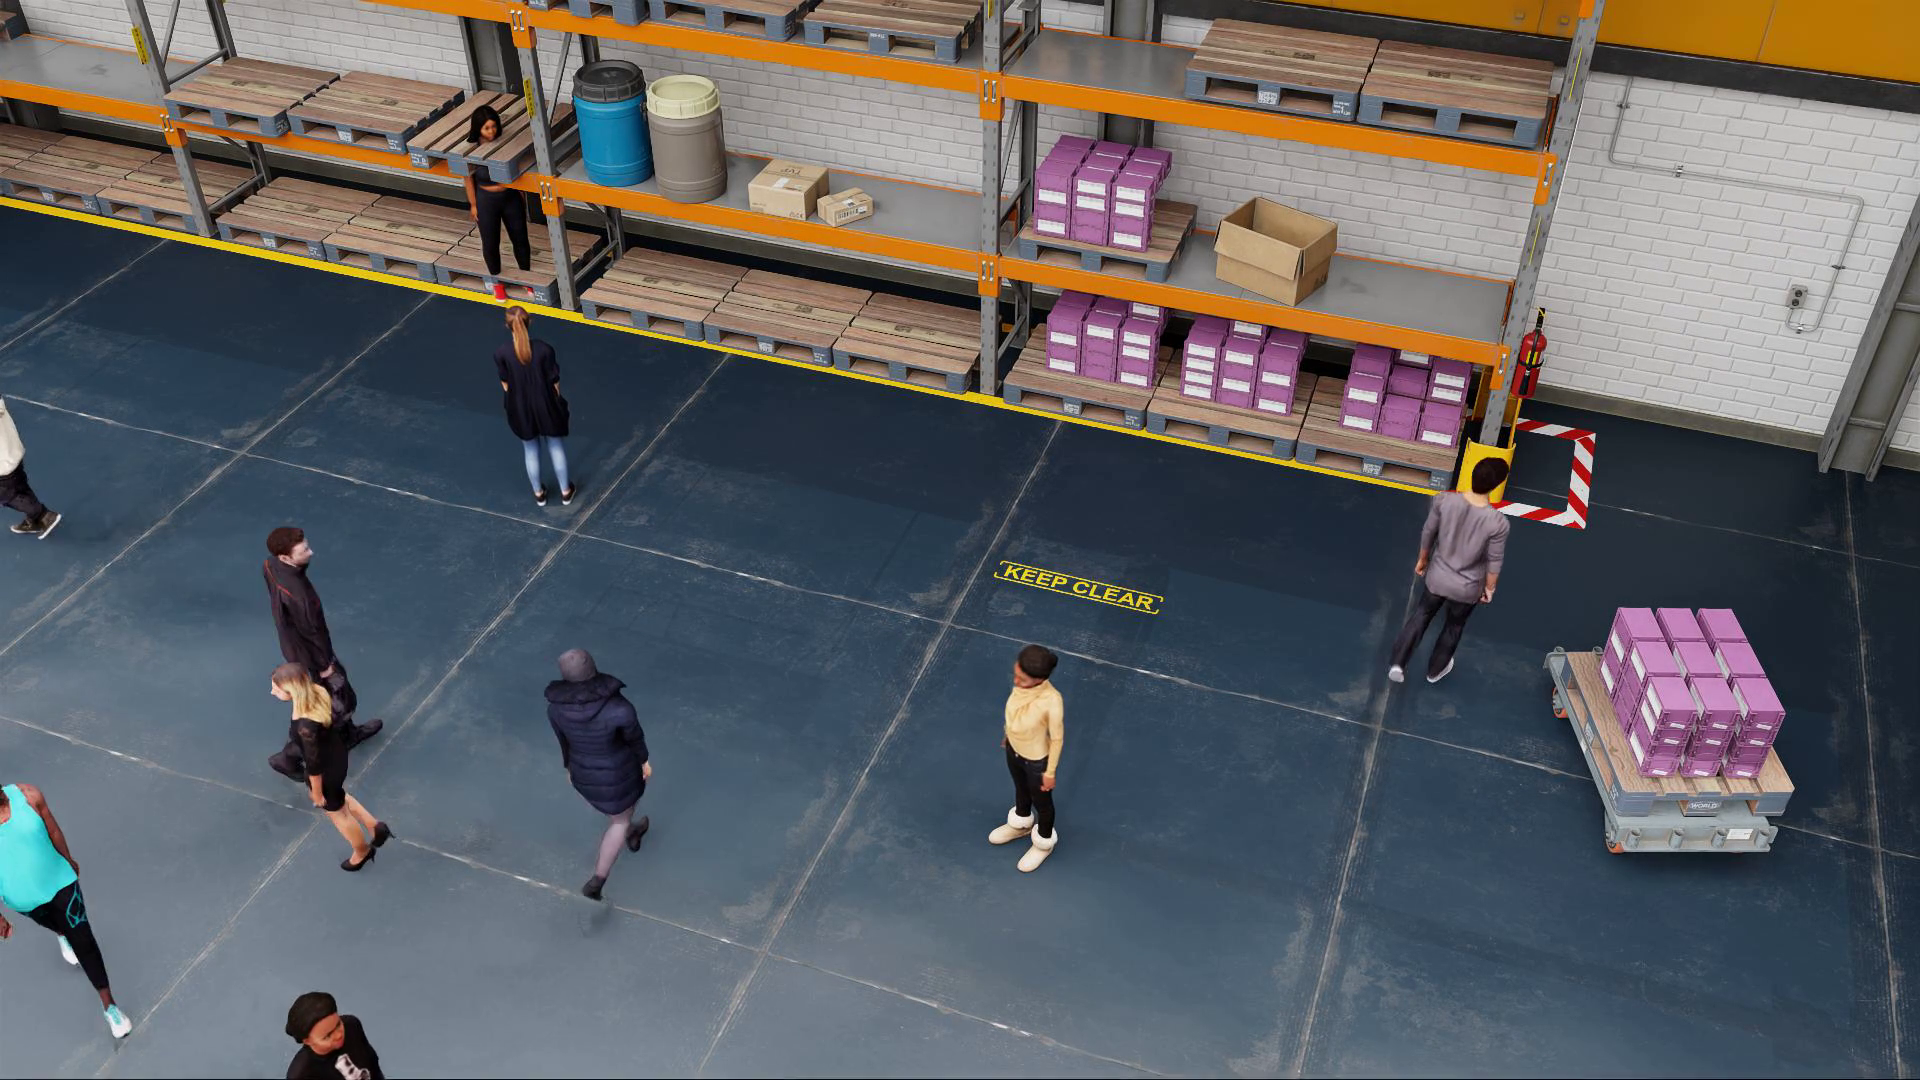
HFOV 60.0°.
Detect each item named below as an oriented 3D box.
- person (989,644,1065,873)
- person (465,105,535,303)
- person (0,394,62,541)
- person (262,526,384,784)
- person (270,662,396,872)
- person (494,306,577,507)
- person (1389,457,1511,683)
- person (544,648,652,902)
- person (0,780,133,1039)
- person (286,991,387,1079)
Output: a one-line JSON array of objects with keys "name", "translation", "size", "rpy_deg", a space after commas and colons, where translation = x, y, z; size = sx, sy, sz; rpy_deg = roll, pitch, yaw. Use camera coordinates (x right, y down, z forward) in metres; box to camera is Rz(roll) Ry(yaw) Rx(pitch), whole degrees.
[{"name": "person", "translation": [0.419, 1.210, 9.539], "size": [0.750, 1.657, 0.664], "rpy_deg": [-22, 44, -26]}, {"name": "person", "translation": [-4.077, -2.991, 14.673], "size": [0.769, 1.815, 0.827], "rpy_deg": [-16, 41, -20]}, {"name": "person", "translation": [-6.833, -0.605, 11.986], "size": [0.778, 1.441, 0.721], "rpy_deg": [-4, 39, -5]}, {"name": "person", "translation": [-3.959, 0.708, 9.981], "size": [1.046, 1.890, 1.065], "rpy_deg": [-30, 47, -32]}, {"name": "person", "translation": [-3.497, 1.295, 9.430], "size": [0.773, 1.661, 0.716], "rpy_deg": [-7, 39, -9]}, {"name": "person", "translation": [-3.127, -0.973, 12.252], "size": [0.639, 1.684, 0.769], "rpy_deg": [-3, 39, -4]}, {"name": "person", "translation": [3.115, 0.275, 10.574], "size": [0.913, 1.827, 0.905], "rpy_deg": [26, 45, 28]}, {"name": "person", "translation": [-2.029, 1.344, 9.383], "size": [0.966, 1.643, 0.767], "rpy_deg": [11, 40, 13]}, {"name": "person", "translation": [-4.893, 1.769, 8.759], "size": [1.039, 1.757, 1.275], "rpy_deg": [-27, 46, -30]}, {"name": "person", "translation": [-2.898, 2.640, 7.753], "size": [1.012, 1.652, 0.693], "rpy_deg": [18, 42, 22]}]
